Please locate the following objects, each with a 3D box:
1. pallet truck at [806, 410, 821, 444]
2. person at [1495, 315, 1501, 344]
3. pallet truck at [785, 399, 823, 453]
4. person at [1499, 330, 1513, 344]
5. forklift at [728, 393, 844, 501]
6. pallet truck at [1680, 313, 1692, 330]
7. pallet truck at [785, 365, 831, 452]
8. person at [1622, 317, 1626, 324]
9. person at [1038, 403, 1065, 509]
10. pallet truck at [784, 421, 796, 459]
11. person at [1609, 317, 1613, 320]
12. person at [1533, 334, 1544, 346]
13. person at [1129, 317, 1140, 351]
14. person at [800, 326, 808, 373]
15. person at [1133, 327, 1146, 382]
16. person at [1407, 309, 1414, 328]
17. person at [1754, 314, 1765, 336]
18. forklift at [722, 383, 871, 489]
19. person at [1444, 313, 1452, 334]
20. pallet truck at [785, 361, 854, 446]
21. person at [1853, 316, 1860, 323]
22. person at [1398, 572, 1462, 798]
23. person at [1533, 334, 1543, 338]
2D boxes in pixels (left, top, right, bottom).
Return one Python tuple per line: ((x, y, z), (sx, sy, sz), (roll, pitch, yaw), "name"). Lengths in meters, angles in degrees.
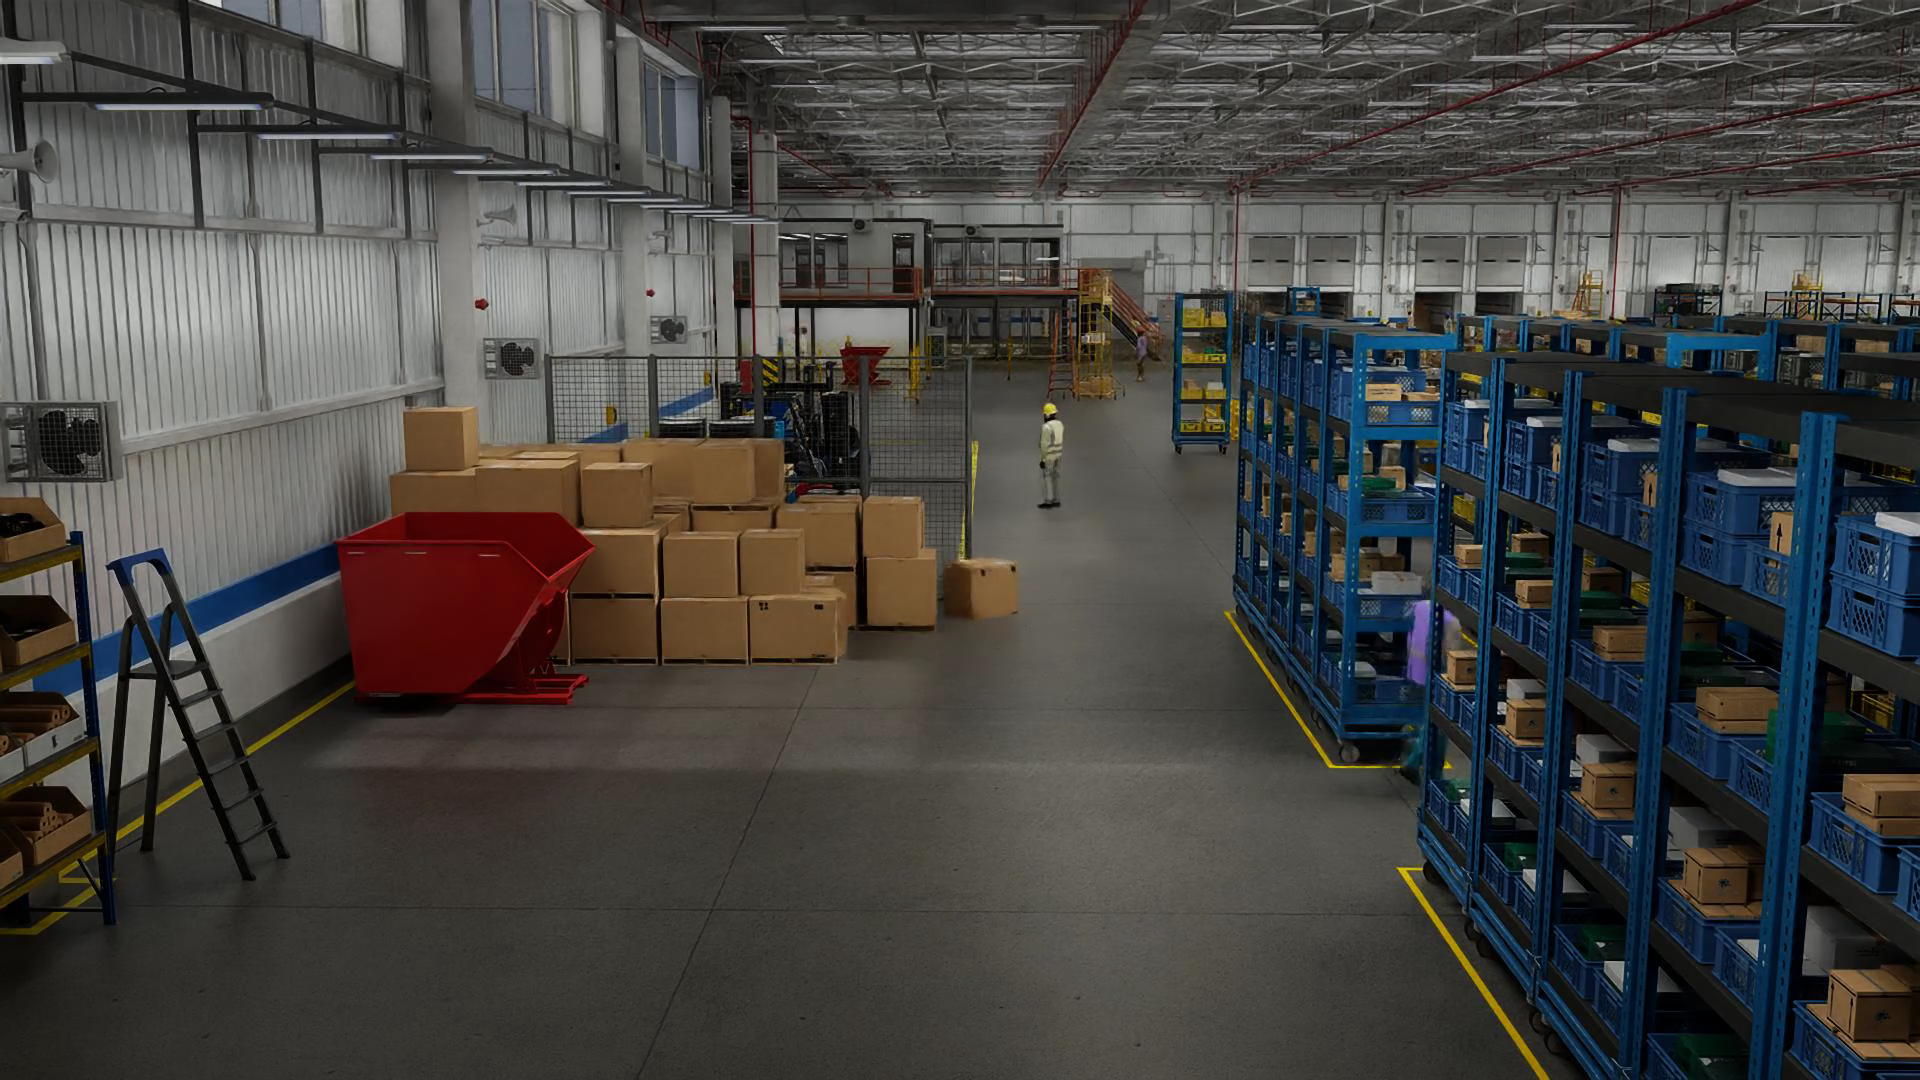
((-3.559, -2.018, 33.905), (1.522, 1.261, 0.704), (0, 9, -1), "pallet truck")
((27.519, -10.688, 85.765), (0.832, 1.812, 0.661), (1, 9, 8), "person")
((-3.814, -2.432, 36.419), (1.630, 1.274, 0.653), (0, 9, 1), "pallet truck")
((24.870, -9.040, 75.795), (0.602, 1.749, 0.350), (7, 11, 36), "person")
((-2.979, -1.316, 26.476), (2.680, 1.987, 1.157), (0, 9, 1), "forklift")
((36.315, -10.531, 84.244), (0.823, 1.965, 1.885), (-6, 11, -33), "pallet truck")
((-3.774, -2.976, 37.635), (1.885, 1.965, 0.823), (1, 9, 5), "pallet truck")
((31.001, -9.438, 77.749), (0.587, 1.918, 0.398), (5, 10, 26), "person")
((1.562, -1.447, 28.722), (0.404, 1.827, 0.599), (7, 11, 36), "person")
((-4.013, -1.793, 32.705), (1.601, 1.201, 0.680), (0, 9, 1), "pallet truck")
((34.319, -10.941, 87.717), (0.404, 1.682, 0.545), (9, 13, 44), "person")
((22.696, -7.365, 65.288), (0.997, 1.818, 0.546), (-9, 13, -43), "person")
((8.927, -10.563, 85.236), (0.643, 1.759, 1.105), (0, 9, 2), "person")
((-6.243, -7.652, 66.860), (0.417, 1.870, 0.593), (0, 9, 1), "person")
((6.664, -6.875, 61.592), (0.425, 2.034, 0.647), (5, 10, 27), "person")
((25.606, -12.189, 94.724), (0.397, 1.918, 0.589), (7, 12, 39), "person")
((42.496, -11.074, 88.211), (0.962, 1.792, 0.528), (-1, 9, -4), "person")
((-2.893, -1.687, 28.729), (2.680, 1.987, 1.157), (0, 9, -1), "forklift")
((25.145, -10.757, 85.833), (0.409, 1.939, 0.601), (-2, 10, -14), "person")
((-3.410, -3.193, 38.978), (1.885, 1.965, 0.823), (0, 9, -1), "pallet truck")
((43.759, -10.009, 81.237), (0.642, 1.925, 0.669), (-5, 11, -29), "person")
((3.706, 1.116, 12.892), (0.439, 1.831, 0.606), (-2, 9, -11), "person")
((24.136, -8.181, 69.749), (0.608, 1.996, 0.380), (0, 9, 2), "person")
